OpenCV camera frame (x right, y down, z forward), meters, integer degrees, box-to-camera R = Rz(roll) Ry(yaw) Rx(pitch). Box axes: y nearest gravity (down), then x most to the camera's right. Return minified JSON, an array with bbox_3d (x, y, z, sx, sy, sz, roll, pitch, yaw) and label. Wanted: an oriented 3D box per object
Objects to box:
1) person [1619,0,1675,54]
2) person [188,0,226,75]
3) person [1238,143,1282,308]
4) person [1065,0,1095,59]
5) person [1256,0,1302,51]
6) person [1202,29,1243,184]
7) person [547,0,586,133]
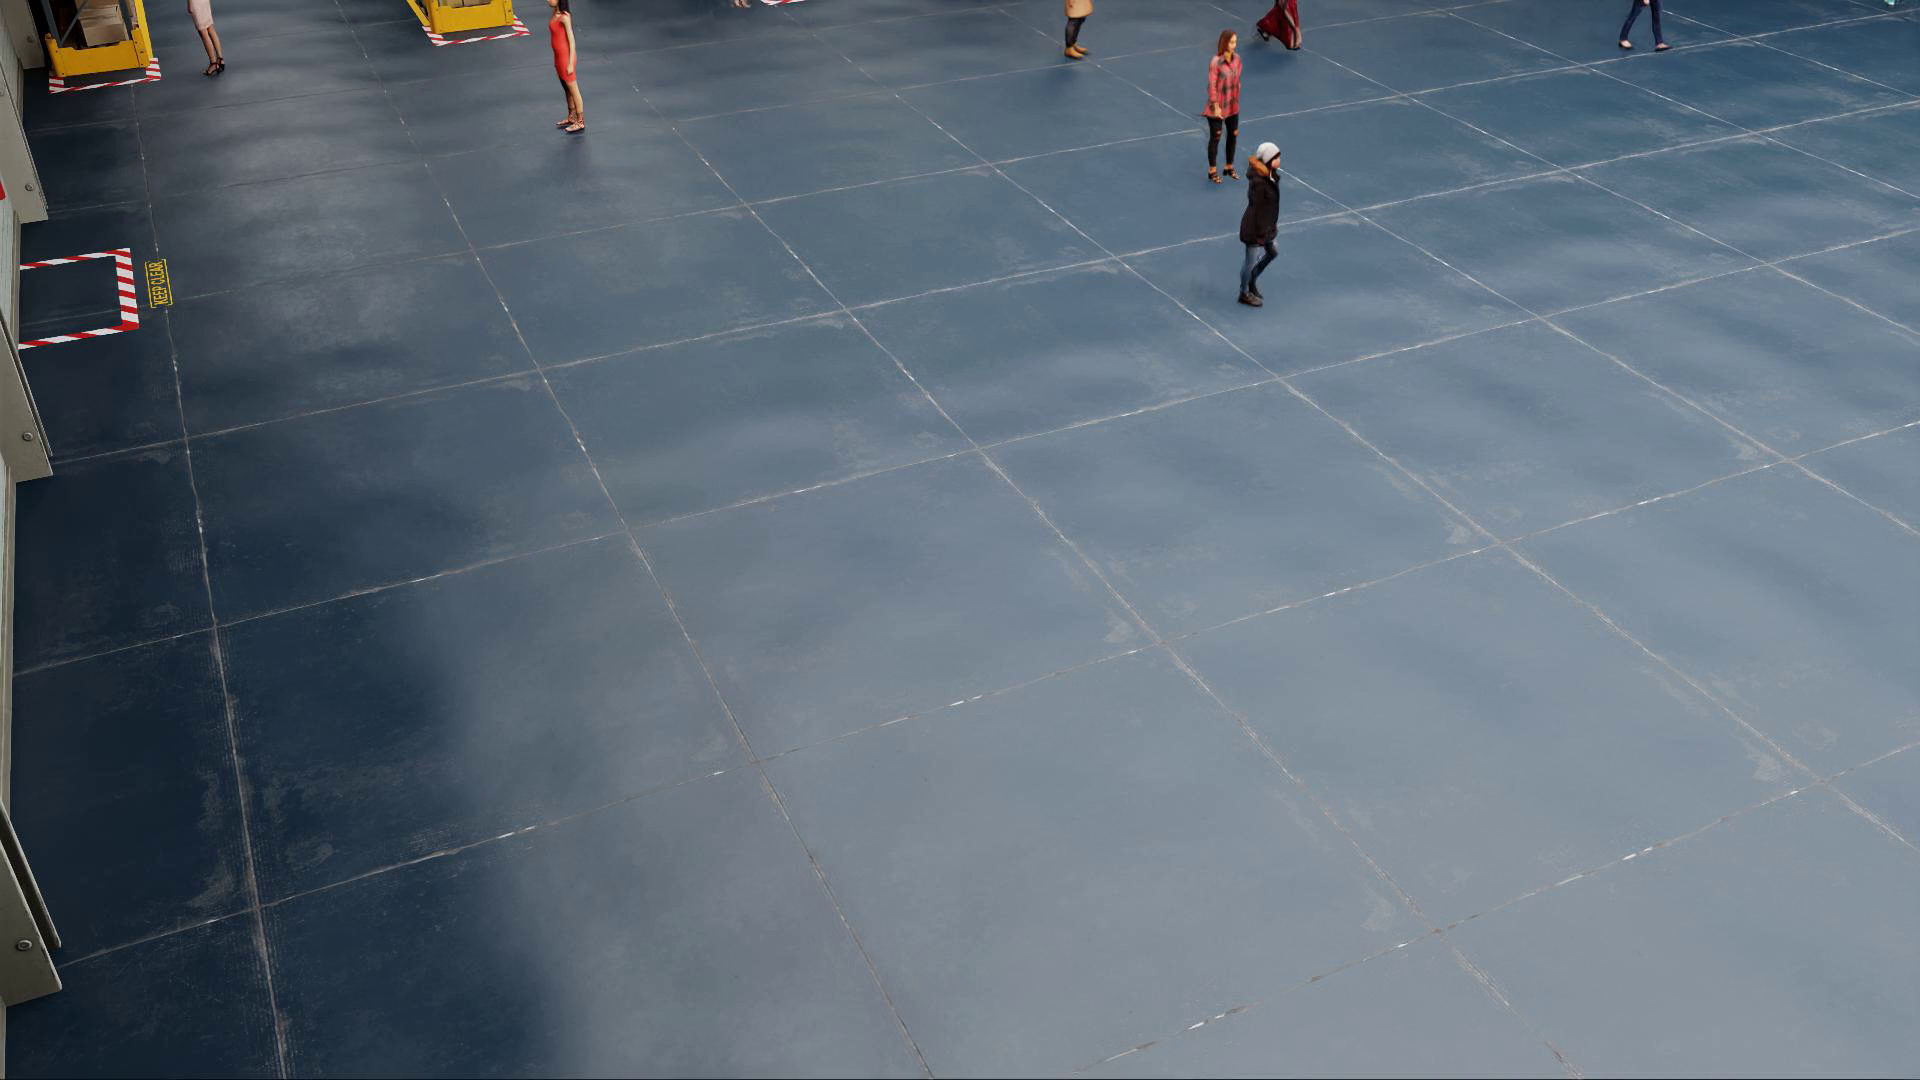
[{"bbox_3d":[9.365,-7.559,22.809,0.731,1.690,1.055,-21,38,-29],"label":"person"},{"bbox_3d":[-10.044,-7.088,21.955,0.706,1.831,0.594,3,33,4],"label":"person"},{"bbox_3d":[2.792,-3.021,15.890,0.757,1.627,0.723,19,38,27],"label":"person"},{"bbox_3d":[1.587,-7.451,22.624,0.818,1.711,0.781,16,36,22],"label":"person"},{"bbox_3d":[4.454,-7.625,22.989,1.121,1.606,0.884,26,41,34],"label":"person"},{"bbox_3d":[2.917,-4.882,18.685,0.652,1.698,0.627,-18,37,-26],"label":"person"},{"bbox_3d":[-4.774,-5.821,20.110,0.686,1.719,0.504,-21,38,-29],"label":"person"}]
